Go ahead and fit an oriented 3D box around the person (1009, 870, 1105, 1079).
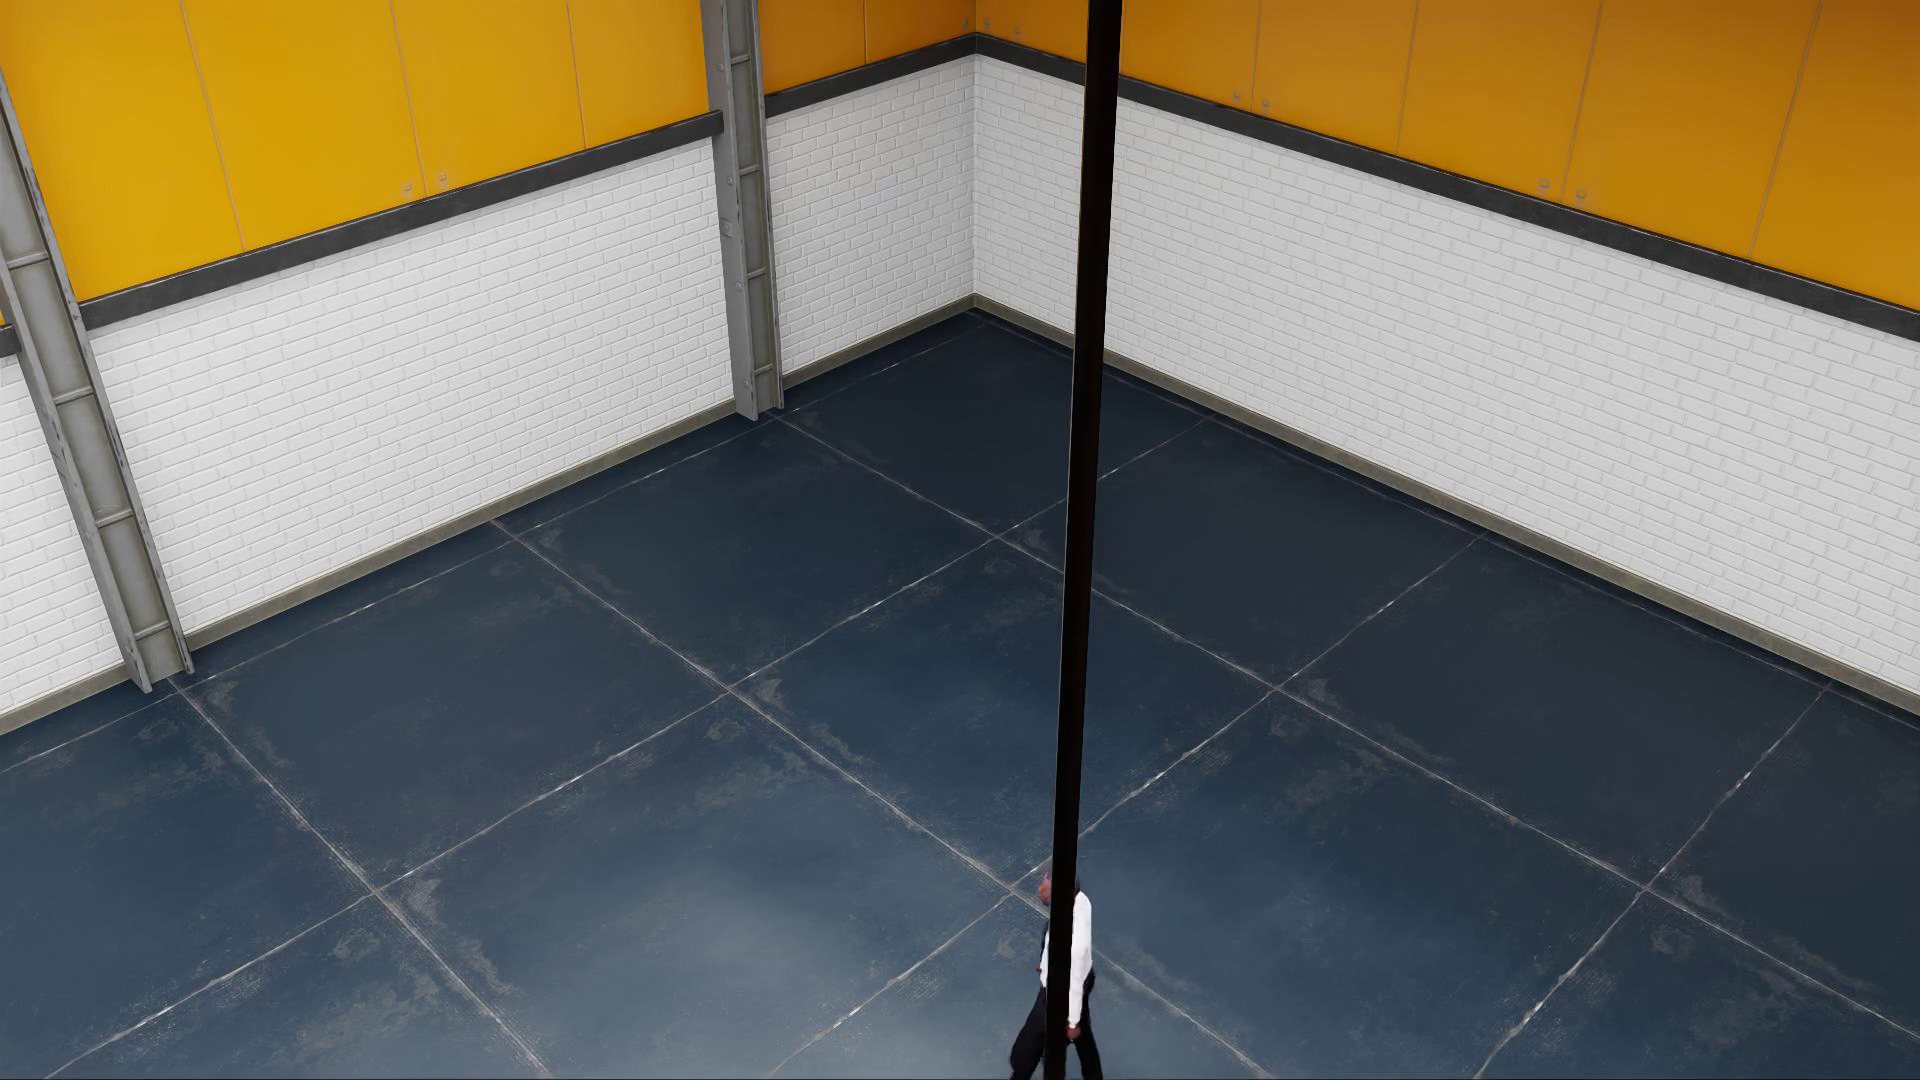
[{"bbox_3d":[0.674,2.515,9.137,1.101,1.812,1.095,5,34,7],"label":"person"}]
